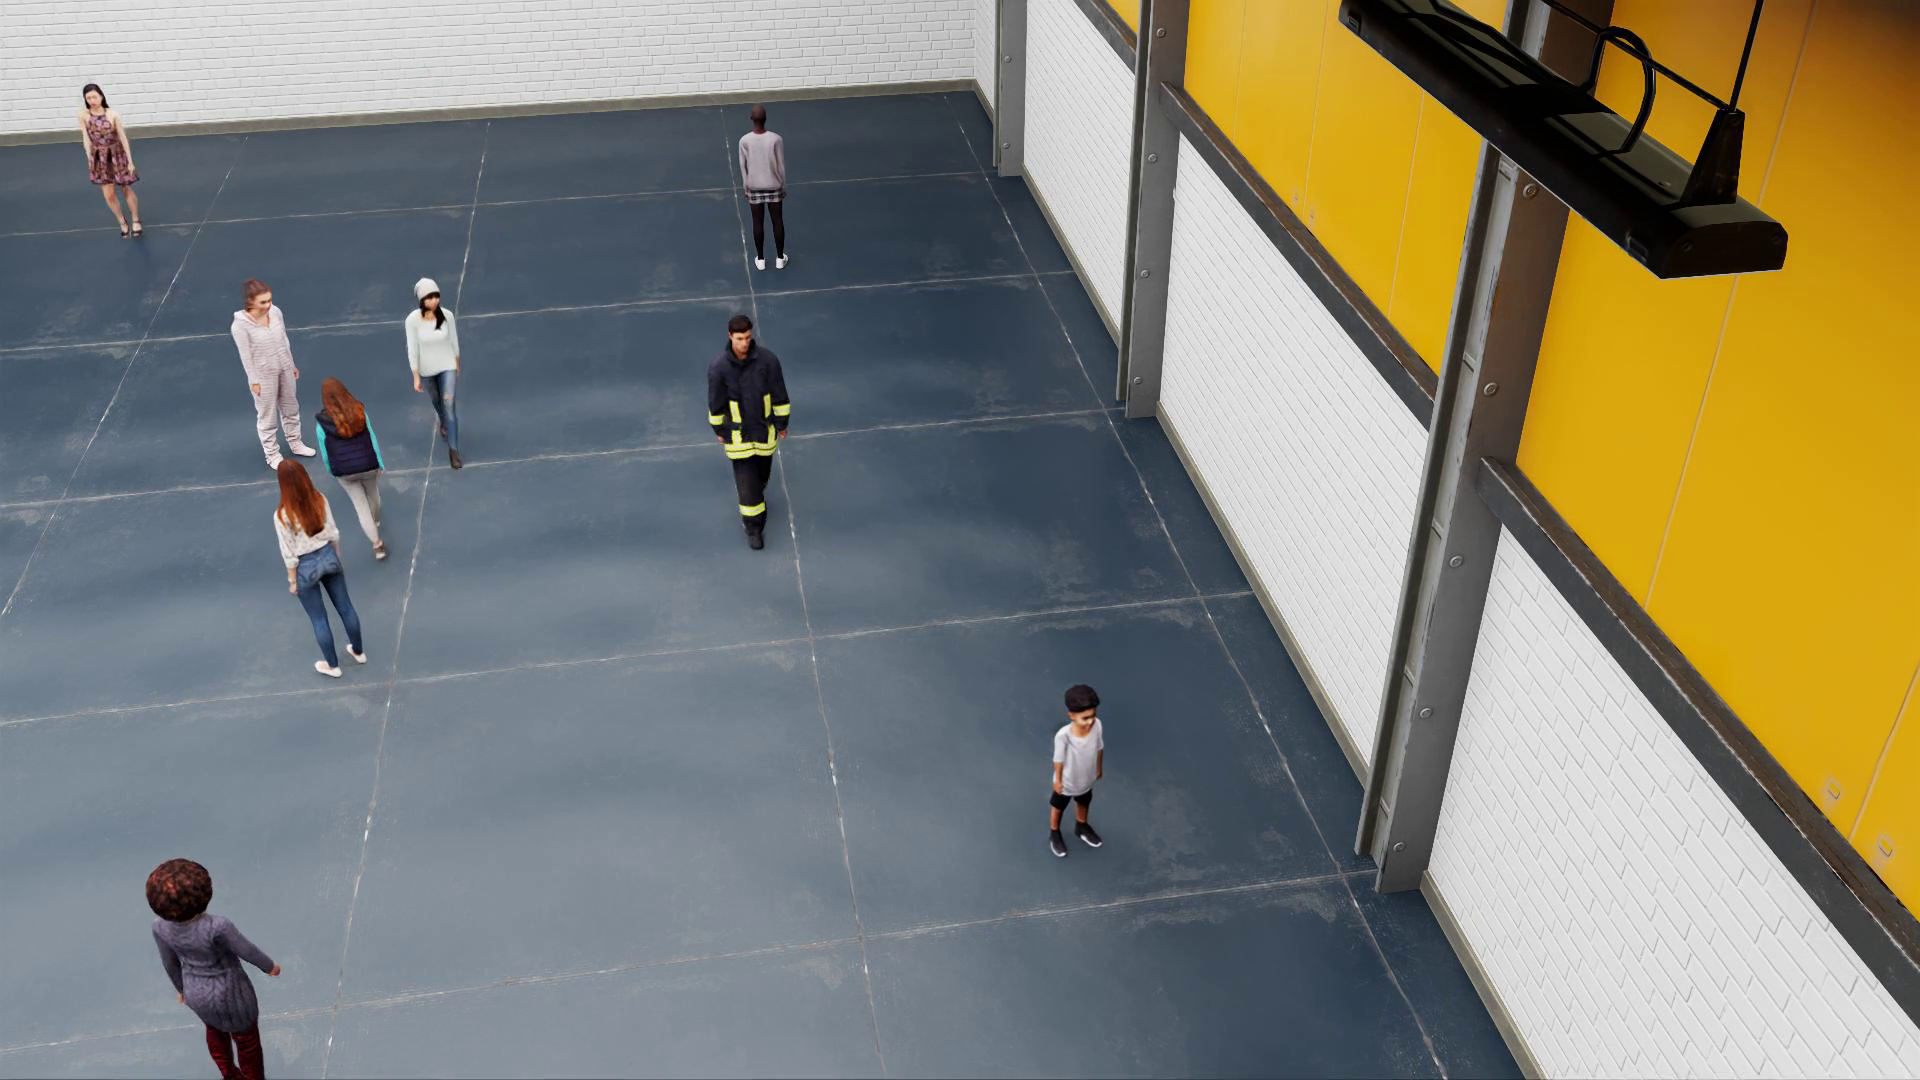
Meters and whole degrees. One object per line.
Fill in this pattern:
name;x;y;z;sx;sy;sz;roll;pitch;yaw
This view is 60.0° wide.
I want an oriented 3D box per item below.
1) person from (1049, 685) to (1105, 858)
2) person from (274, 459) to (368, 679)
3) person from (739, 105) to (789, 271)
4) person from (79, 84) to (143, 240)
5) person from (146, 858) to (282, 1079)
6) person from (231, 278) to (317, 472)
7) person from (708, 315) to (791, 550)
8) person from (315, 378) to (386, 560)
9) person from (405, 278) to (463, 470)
person;0.708;1.396;10.199;0.522;1.253;0.517;-12;35;-17
person;-4.482;0.189;11.585;0.688;1.728;0.650;26;41;33
person;-2.041;-3.683;17.370;0.624;1.772;0.554;-3;34;-4
person;-9.178;-4.110;18.030;0.656;1.753;0.726;-8;35;-13
person;-3.751;2.323;8.395;0.678;1.706;0.701;4;34;5
person;-5.834;-1.420;14.042;0.786;1.688;0.715;19;38;26
person;-1.671;-0.960;13.163;0.902;1.895;1.145;-11;35;-16
person;-4.676;-0.520;12.887;0.743;1.468;0.978;-14;36;-20
person;-4.492;-1.483;14.219;0.697;1.597;1.185;-11;35;-16
